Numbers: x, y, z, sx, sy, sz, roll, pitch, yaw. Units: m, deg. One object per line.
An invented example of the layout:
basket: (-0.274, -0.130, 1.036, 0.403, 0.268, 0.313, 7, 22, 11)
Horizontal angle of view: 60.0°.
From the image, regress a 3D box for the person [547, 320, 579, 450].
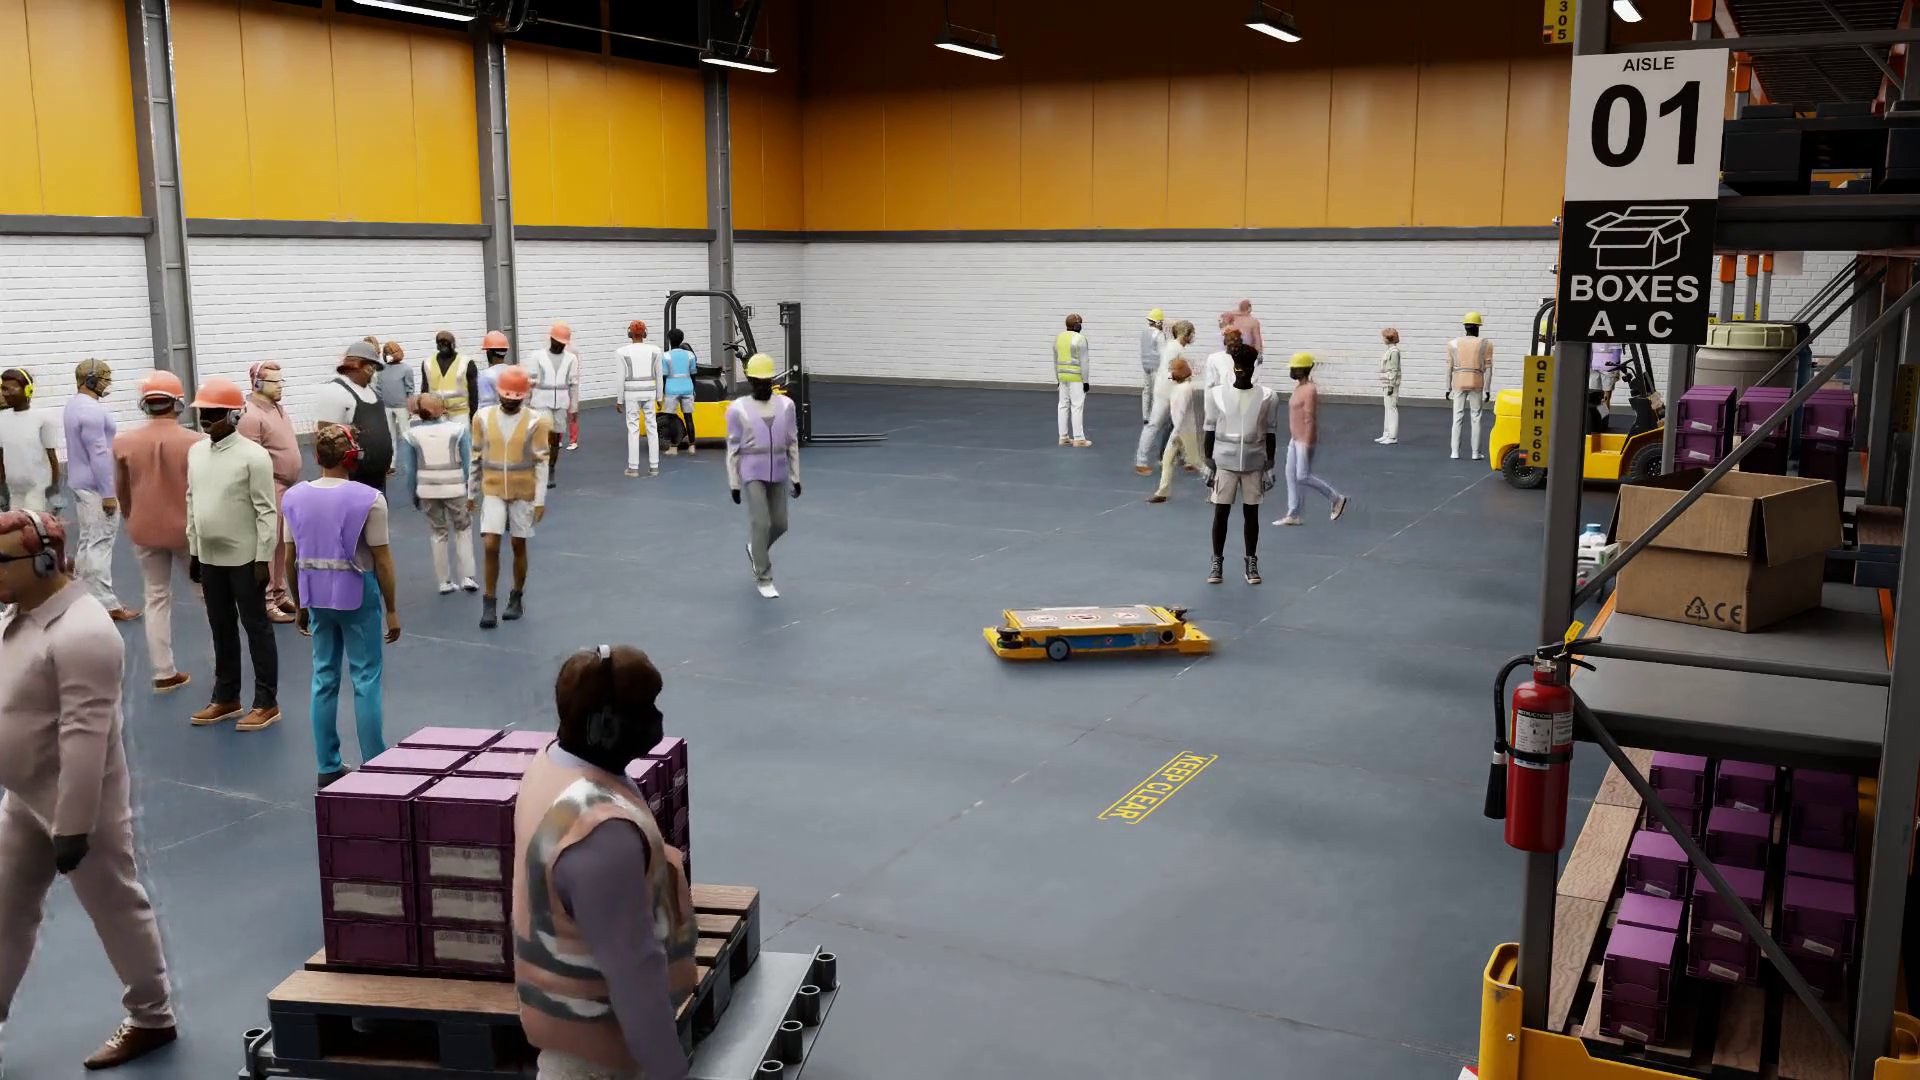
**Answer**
person: (-5.445, -2.109, 22.726, 0.523, 1.772, 0.309, 4, 11, 22)

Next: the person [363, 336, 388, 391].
person: (-7.472, -1.774, 21.170, 0.501, 1.636, 0.278, 2, 10, 13)

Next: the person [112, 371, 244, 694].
person: (-4.812, -0.049, 10.208, 0.637, 1.974, 0.540, -2, 10, -13)

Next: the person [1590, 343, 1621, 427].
person: (9.498, -2.536, 24.441, 0.408, 2.030, 0.610, -3, 10, -18)

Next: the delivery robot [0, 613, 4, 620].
delivery robot: (-6.274, 0.599, 10.261, 0.707, 0.478, 0.477, -4, 10, -29)

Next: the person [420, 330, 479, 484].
person: (-5.750, -1.451, 18.768, 0.628, 1.827, 0.528, 0, 10, 0)

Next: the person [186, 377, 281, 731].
person: (-4.128, 0.078, 9.407, 0.611, 1.997, 0.375, 4, 11, 22)

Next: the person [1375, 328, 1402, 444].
person: (6.060, -2.168, 23.443, 0.310, 1.639, 0.514, 1, 10, 4)

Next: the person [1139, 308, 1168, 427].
person: (3.018, -2.653, 25.693, 0.404, 1.833, 0.590, -6, 11, -30)

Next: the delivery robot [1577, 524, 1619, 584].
delivery robot: (4.970, 0.117, 13.076, 0.477, 0.478, 0.707, 6, 12, 31)

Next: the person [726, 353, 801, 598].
person: (-1.581, -0.528, 13.158, 0.588, 1.912, 0.671, -6, 12, -31)

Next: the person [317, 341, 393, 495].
person: (-4.843, -0.611, 13.267, 0.534, 2.000, 0.886, 3, 10, 16)

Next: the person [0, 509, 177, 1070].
person: (-3.014, 0.846, 5.326, 0.675, 1.872, 0.863, 8, 13, 40)

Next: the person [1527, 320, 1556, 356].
person: (7.501, -1.909, 21.376, 0.403, 1.837, 0.590, -1, 10, -8)

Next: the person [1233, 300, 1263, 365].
person: (5.001, -3.260, 29.128, 0.669, 1.853, 1.011, 9, 13, 42)

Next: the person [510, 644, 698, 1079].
person: (-0.816, 1.127, 3.950, 0.980, 1.789, 0.643, -3, 10, -17)

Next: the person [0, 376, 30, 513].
person: (-7.489, -0.461, 13.257, 0.492, 1.744, 0.293, 3, 10, 18)

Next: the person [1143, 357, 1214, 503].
person: (2.442, -1.170, 17.807, 0.853, 1.589, 0.512, -1, 10, -7)

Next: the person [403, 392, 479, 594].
person: (-4.056, -0.358, 13.038, 0.540, 1.607, 0.396, -1, 10, -7)

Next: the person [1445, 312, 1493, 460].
person: (6.609, -1.998, 21.636, 0.589, 1.924, 0.384, 4, 11, 23)

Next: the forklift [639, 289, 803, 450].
forklift: (-3.358, -2.392, 23.136, 2.313, 2.155, 1.214, -1, 10, -5)

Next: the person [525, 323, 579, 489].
person: (-4.635, -1.513, 18.924, 0.634, 1.887, 0.650, -5, 11, -28)

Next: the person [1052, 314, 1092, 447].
person: (1.582, -2.225, 23.189, 0.429, 1.845, 0.621, -8, 13, -40)

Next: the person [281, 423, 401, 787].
person: (-3.089, 0.342, 8.324, 0.574, 1.840, 0.375, 2, 10, 12)

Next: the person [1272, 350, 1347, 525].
person: (3.441, -0.989, 16.330, 0.625, 1.749, 0.520, -1, 10, -6)

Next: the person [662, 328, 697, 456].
person: (-3.736, -1.957, 22.052, 0.540, 1.695, 0.317, -6, 12, -33)

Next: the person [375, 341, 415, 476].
person: (-6.814, -1.581, 20.066, 0.497, 1.632, 0.289, 2, 10, 11)

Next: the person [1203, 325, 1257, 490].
person: (3.050, -1.480, 18.805, 0.588, 1.867, 0.462, 2, 10, 13)

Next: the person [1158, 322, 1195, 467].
person: (2.781, -1.824, 20.923, 0.699, 1.818, 0.536, -4, 10, -20)

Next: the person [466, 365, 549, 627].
person: (-3.265, -0.319, 12.005, 0.614, 1.892, 0.674, -1, 10, -6)

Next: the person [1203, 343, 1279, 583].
person: (2.278, -0.618, 13.544, 0.602, 1.958, 0.369, 1, 10, 5)

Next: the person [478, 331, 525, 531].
person: (-4.463, -1.058, 16.156, 0.373, 1.934, 0.551, 6, 11, 31)

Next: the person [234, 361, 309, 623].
person: (-5.021, -0.354, 12.170, 0.406, 1.904, 0.654, -1, 10, -4)

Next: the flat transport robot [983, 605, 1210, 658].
flat transport robot: (0.914, 0.613, 11.300, 1.431, 0.197, 0.652, -2, 10, -9)

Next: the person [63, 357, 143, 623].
person: (-6.283, -0.357, 12.112, 0.370, 1.934, 0.627, -8, 13, -40)

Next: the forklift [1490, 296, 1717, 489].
forklift: (7.296, -1.677, 18.993, 2.313, 2.155, 1.214, 5, 11, 27)

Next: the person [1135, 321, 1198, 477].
person: (2.562, -1.700, 20.083, 0.876, 1.867, 0.689, 4, 10, 20)

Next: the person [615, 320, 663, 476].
person: (-3.862, -1.705, 20.061, 0.579, 1.883, 0.352, -5, 11, -27)

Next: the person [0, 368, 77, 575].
person: (-6.987, -0.385, 12.552, 0.524, 1.841, 0.750, 2, 10, 12)

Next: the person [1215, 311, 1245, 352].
person: (4.014, -2.411, 24.324, 0.897, 1.840, 0.697, 7, 12, 36)
